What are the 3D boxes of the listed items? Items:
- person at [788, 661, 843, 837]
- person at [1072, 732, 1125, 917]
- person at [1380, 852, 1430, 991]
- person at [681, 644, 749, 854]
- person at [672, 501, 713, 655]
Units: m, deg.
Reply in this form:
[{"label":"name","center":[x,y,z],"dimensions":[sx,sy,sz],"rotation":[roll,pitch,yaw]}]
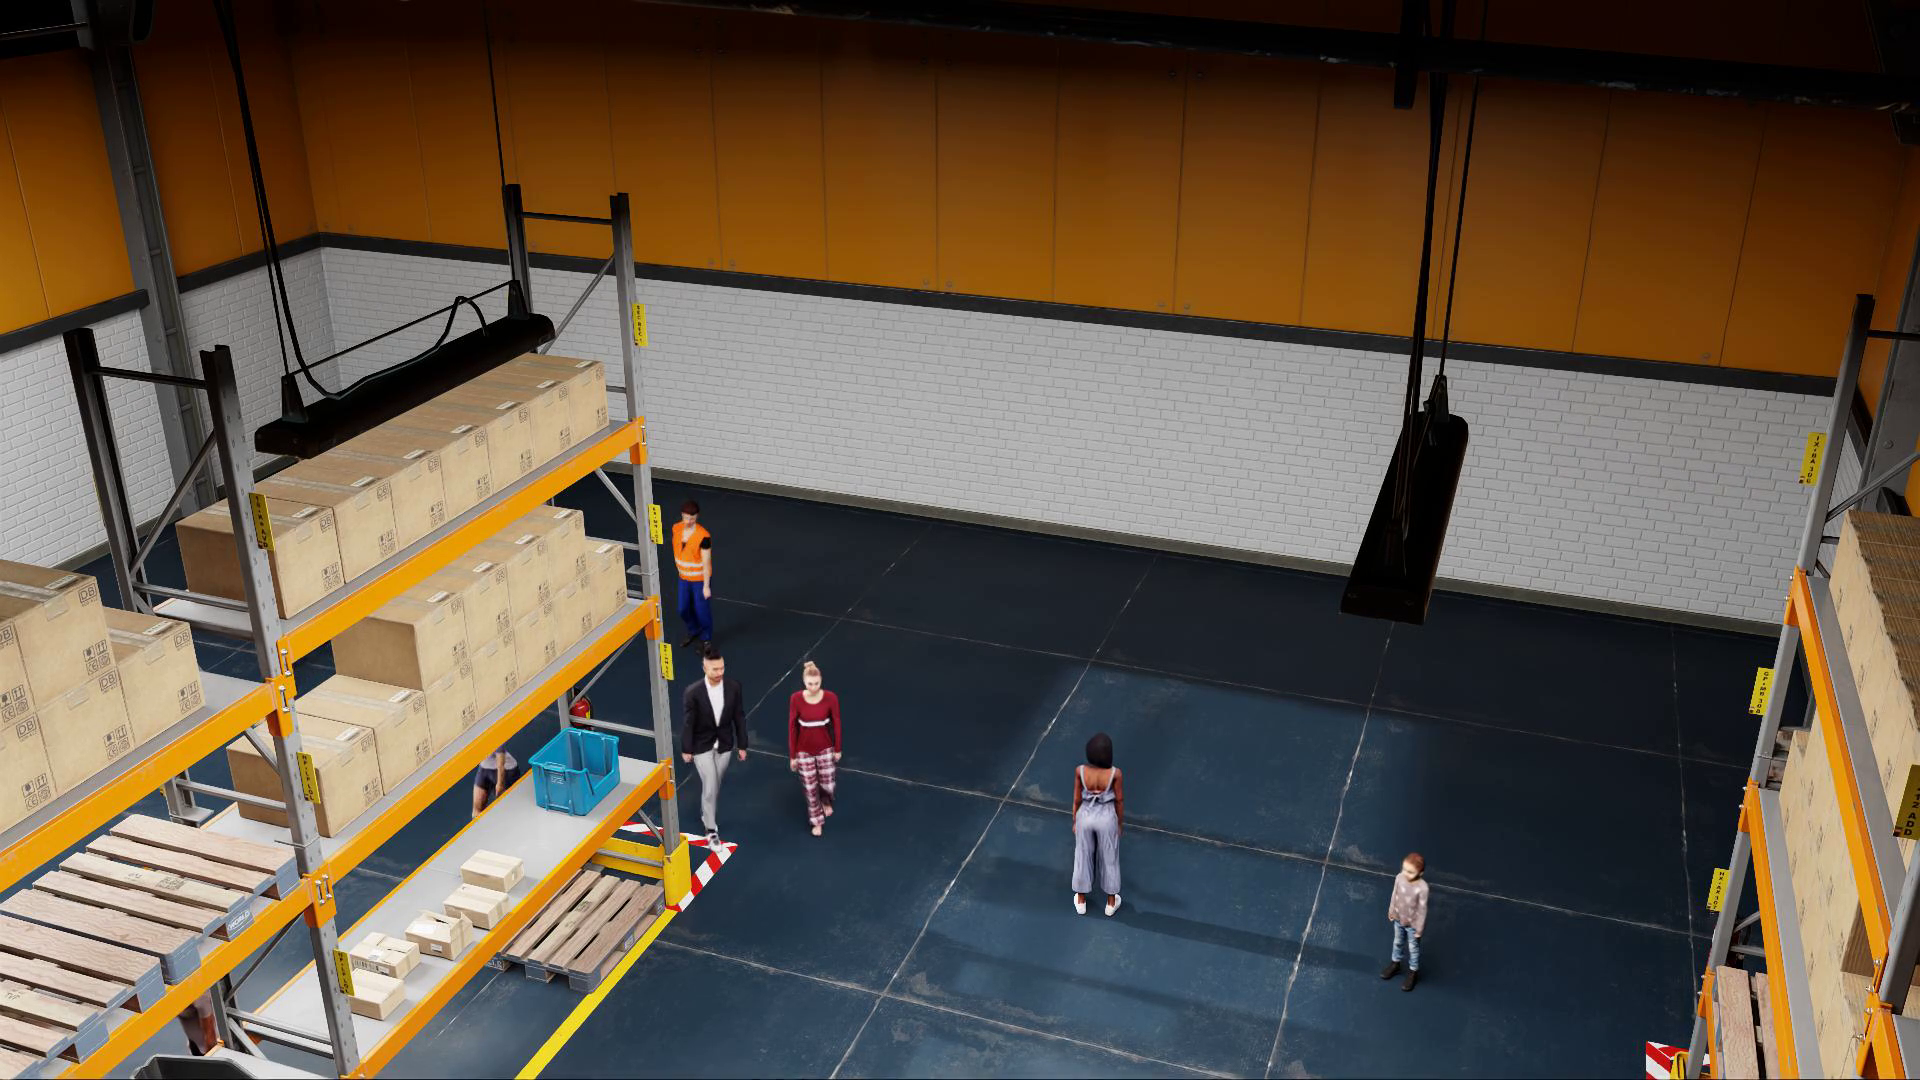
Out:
[{"label":"person","center":[-1.309,1.842,14.924],"dimensions":[0.760,1.688,0.808],"rotation":[-2,24,-6]},{"label":"person","center":[1.140,2.346,13.757],"dimensions":[0.615,1.699,0.571],"rotation":[4,24,9]},{"label":"person","center":[3.517,2.949,13.009],"dimensions":[0.575,1.193,0.543],"rotation":[-18,29,-36]},{"label":"person","center":[-2.240,1.749,14.837],"dimensions":[0.999,1.929,1.052],"rotation":[-12,26,-25]},{"label":"person","center":[-2.869,0.377,18.078],"dimensions":[0.759,1.847,0.749],"rotation":[20,31,38]}]
